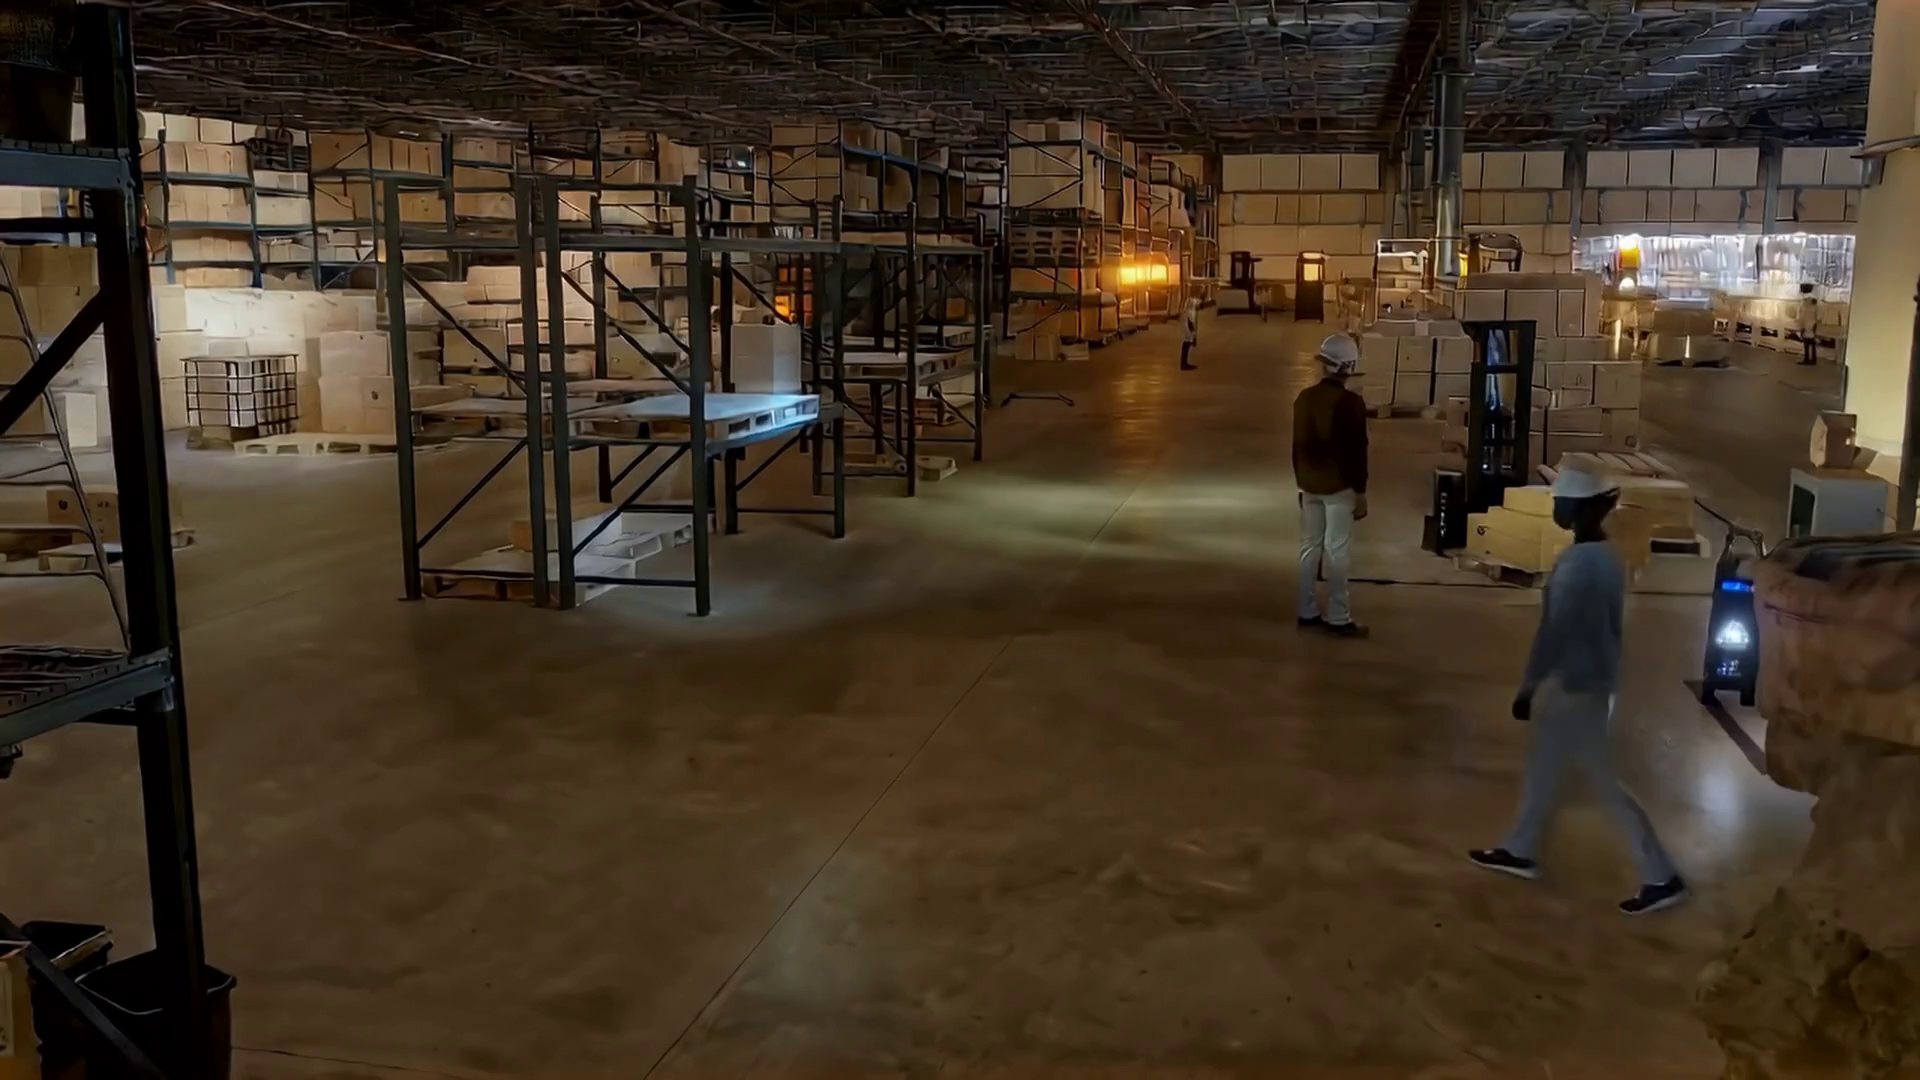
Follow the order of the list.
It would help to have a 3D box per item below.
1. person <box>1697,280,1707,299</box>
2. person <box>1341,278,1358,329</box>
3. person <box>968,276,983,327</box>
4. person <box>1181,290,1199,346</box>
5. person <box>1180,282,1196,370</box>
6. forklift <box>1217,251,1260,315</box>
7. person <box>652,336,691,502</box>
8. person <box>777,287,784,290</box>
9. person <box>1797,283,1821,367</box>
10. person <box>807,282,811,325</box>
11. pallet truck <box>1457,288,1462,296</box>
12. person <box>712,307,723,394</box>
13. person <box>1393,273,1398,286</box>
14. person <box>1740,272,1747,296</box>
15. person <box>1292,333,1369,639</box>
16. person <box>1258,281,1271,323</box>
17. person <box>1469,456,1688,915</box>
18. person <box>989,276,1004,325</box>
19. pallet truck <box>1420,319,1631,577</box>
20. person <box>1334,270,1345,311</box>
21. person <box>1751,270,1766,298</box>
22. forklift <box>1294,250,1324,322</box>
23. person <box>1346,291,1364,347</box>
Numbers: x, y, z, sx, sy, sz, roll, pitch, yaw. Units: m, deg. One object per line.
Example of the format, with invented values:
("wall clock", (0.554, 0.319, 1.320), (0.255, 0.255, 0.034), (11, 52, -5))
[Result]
("person", (32.170, -10.595, 71.909), (0.822, 1.883, 0.650), (6, 11, 32))
("person", (13.894, -8.430, 59.341), (0.610, 1.783, 0.916), (2, 10, 13))
("person", (0.461, -8.615, 60.169), (1.026, 1.888, 0.632), (7, 12, 37))
("person", (6.590, -6.410, 47.652), (0.541, 1.700, 0.316), (7, 12, 36))
("person", (5.094, -4.774, 37.175), (0.368, 1.966, 0.603), (0, 10, 1))
("forklift", (12.471, -11.488, 74.235), (1.873, 2.768, 1.129), (-9, 13, -42))
("person", (-2.839, -1.125, 16.262), (0.386, 1.731, 0.492), (1, 10, 5))
("person", (-7.120, -9.552, 65.979), (0.961, 1.803, 0.585), (2, 10, 13))
("person", (19.624, -4.967, 38.474), (0.424, 1.924, 0.559), (-1, 10, -6))
("person", (-5.621, -8.954, 62.919), (0.411, 1.624, 0.532), (0, 10, 1))
("pallet truck", (20.506, -9.785, 68.819), (0.653, 1.274, 1.630), (2, 10, 12))
("person", (-3.167, -2.170, 22.119), (0.342, 1.846, 0.507), (0, 10, 0))
("person", (23.064, -13.265, 88.114), (0.487, 1.744, 0.313), (-3, 10, -20))
("person", (37.588, -11.926, 79.893), (0.570, 1.840, 0.373), (-3, 10, -18))
("person", (2.446, -0.356, 10.930), (0.378, 1.996, 0.610), (-6, 11, -33))
("person", (11.890, -9.278, 64.869), (0.508, 1.620, 0.348), (4, 10, 21))
("person", (2.431, 0.541, 6.394), (0.870, 1.728, 0.524), (8, 12, 38))
("person", (1.467, -9.068, 62.916), (0.940, 1.870, 0.637), (8, 12, 39))
("pallet truck", (4.543, -0.757, 13.299), (0.823, 1.965, 1.885), (-4, 10, -22))
("person", (18.280, -11.999, 80.064), (0.601, 1.940, 0.414), (-5, 11, -28))
("person", (36.671, -11.420, 76.516), (0.654, 1.964, 0.836), (1, 10, 8))
("forklift", (13.778, -10.002, 65.433), (1.129, 2.768, 1.873), (2, 10, 12))
("person", (10.153, -5.605, 42.967), (0.532, 1.677, 0.481), (-6, 12, -34))
